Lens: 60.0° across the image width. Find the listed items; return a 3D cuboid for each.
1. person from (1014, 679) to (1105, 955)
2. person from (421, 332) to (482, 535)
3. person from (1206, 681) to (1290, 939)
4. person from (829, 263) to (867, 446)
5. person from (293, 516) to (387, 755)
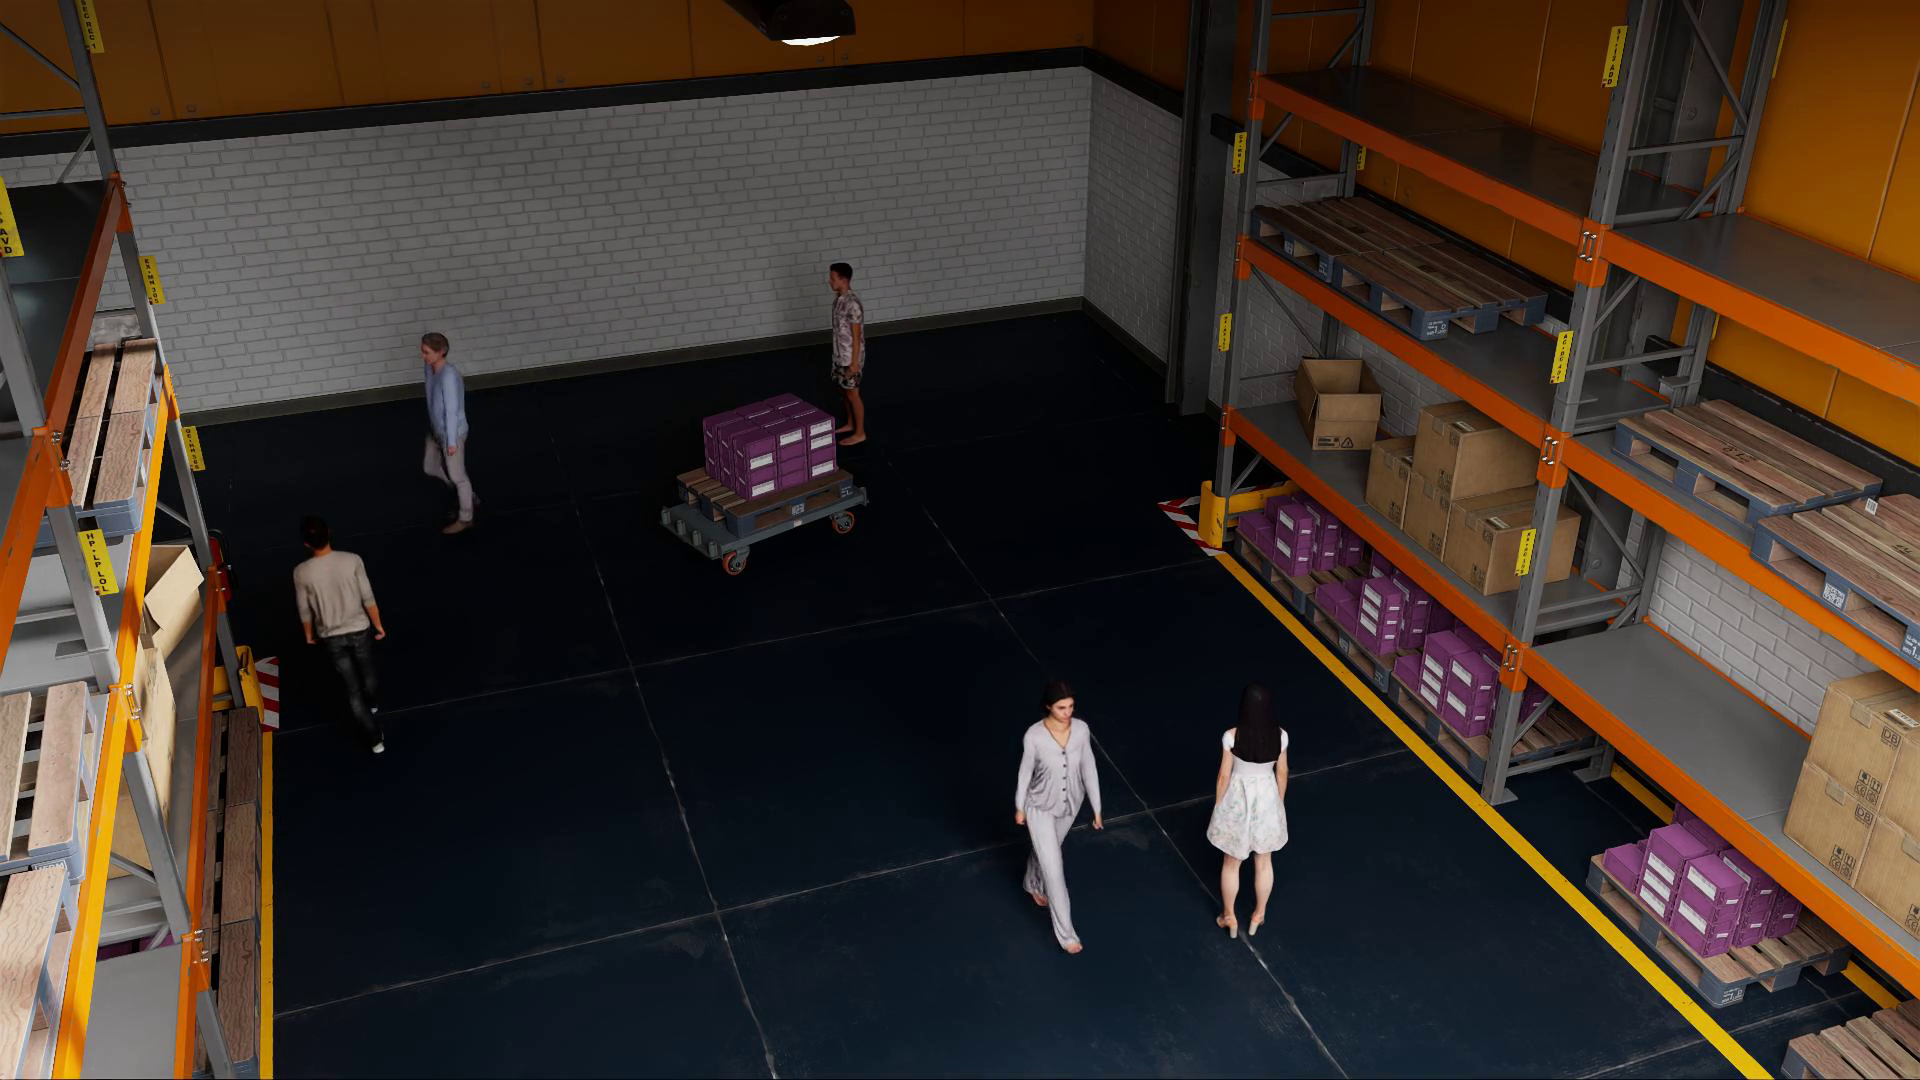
[{"bbox_3d":[0.525,1.565,10.073,0.672,1.734,1.074,-12,31,-21],"label":"person"},{"bbox_3d":[-4.409,-0.964,14.553,0.857,1.882,0.750,-22,35,-34],"label":"person"},{"bbox_3d":[1.727,1.614,9.941,0.731,1.773,0.739,-1,29,-2],"label":"person"},{"bbox_3d":[-1.078,-1.834,16.223,0.743,1.811,0.522,-12,31,-21],"label":"person"},{"bbox_3d":[-4.276,0.703,11.605,0.750,1.779,1.060,-12,31,-21],"label":"person"}]
